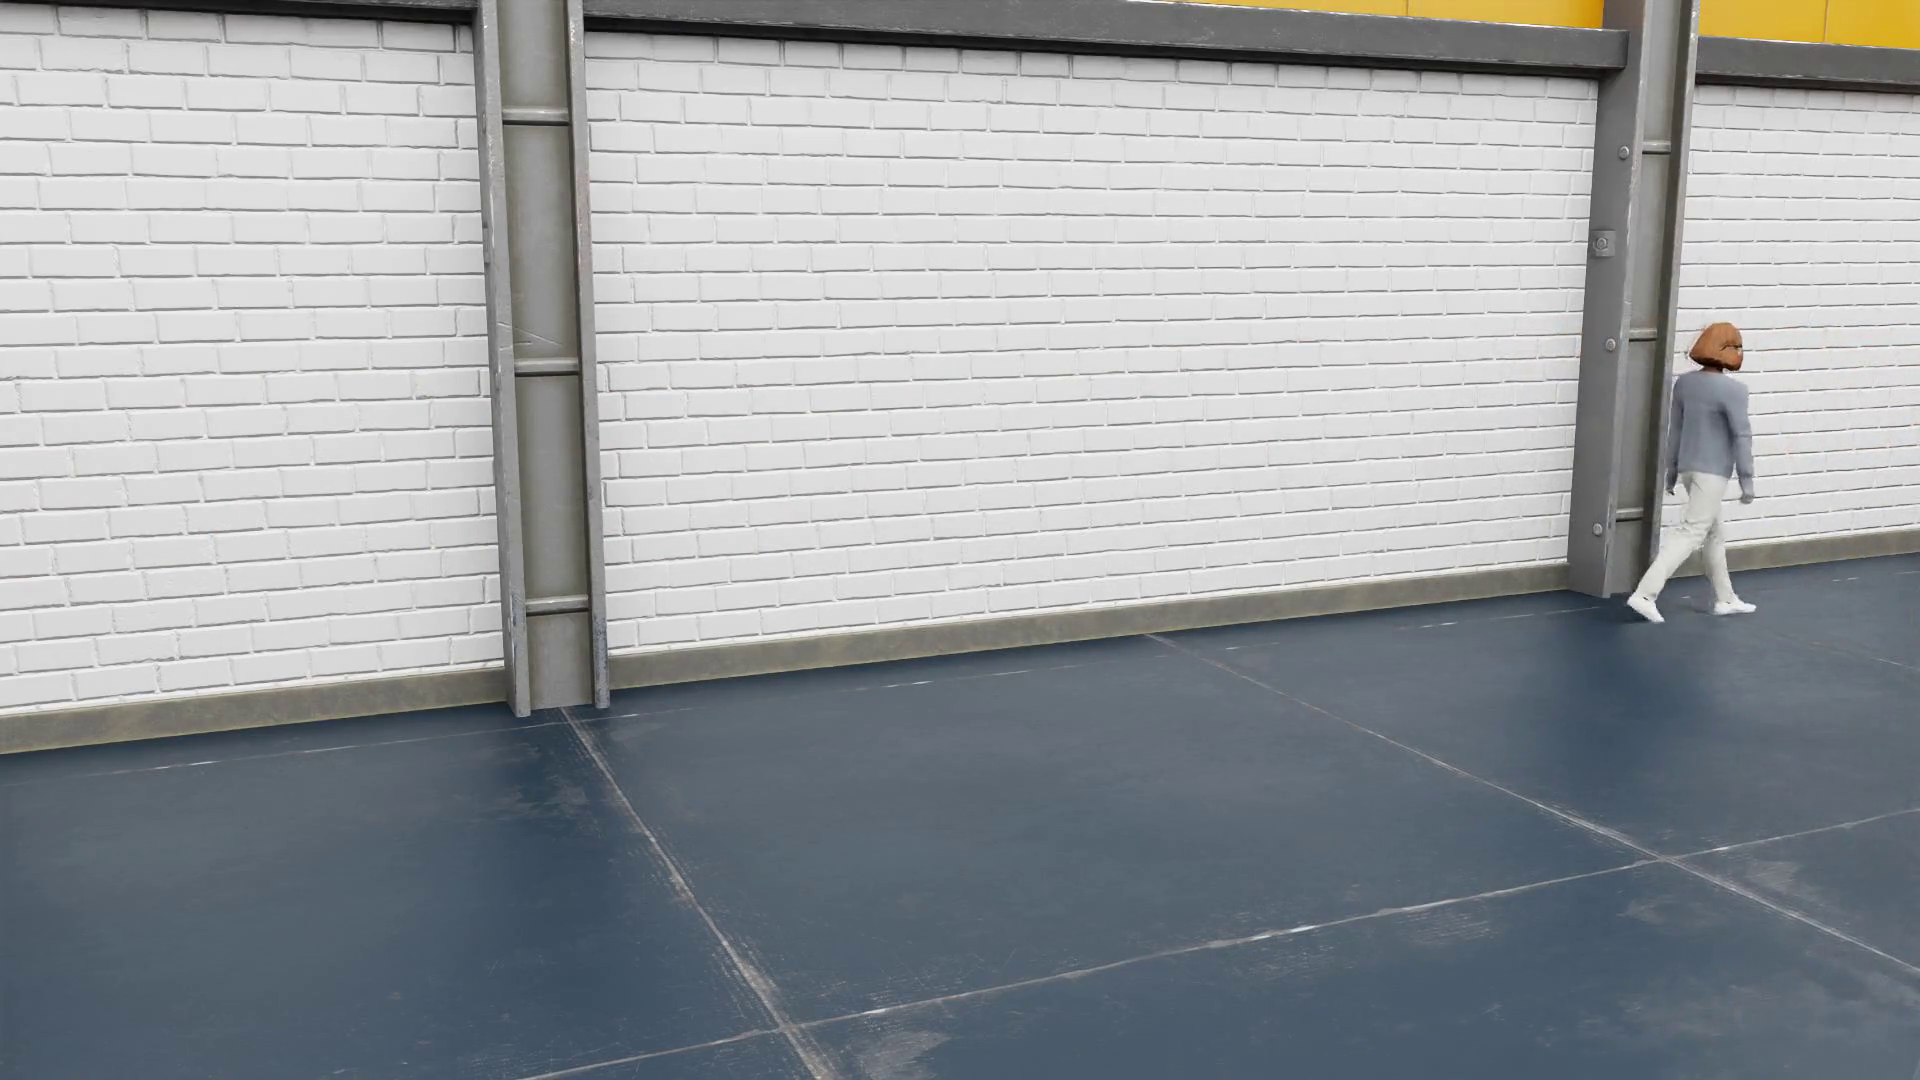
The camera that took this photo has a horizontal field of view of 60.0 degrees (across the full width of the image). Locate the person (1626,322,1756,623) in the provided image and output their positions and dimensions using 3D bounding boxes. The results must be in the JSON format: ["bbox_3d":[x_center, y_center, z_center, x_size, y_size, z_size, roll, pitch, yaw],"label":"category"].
[{"bbox_3d":[3.913,-0.353,8.777,0.842,1.595,0.514,-3,11,-14],"label":"person"}]
